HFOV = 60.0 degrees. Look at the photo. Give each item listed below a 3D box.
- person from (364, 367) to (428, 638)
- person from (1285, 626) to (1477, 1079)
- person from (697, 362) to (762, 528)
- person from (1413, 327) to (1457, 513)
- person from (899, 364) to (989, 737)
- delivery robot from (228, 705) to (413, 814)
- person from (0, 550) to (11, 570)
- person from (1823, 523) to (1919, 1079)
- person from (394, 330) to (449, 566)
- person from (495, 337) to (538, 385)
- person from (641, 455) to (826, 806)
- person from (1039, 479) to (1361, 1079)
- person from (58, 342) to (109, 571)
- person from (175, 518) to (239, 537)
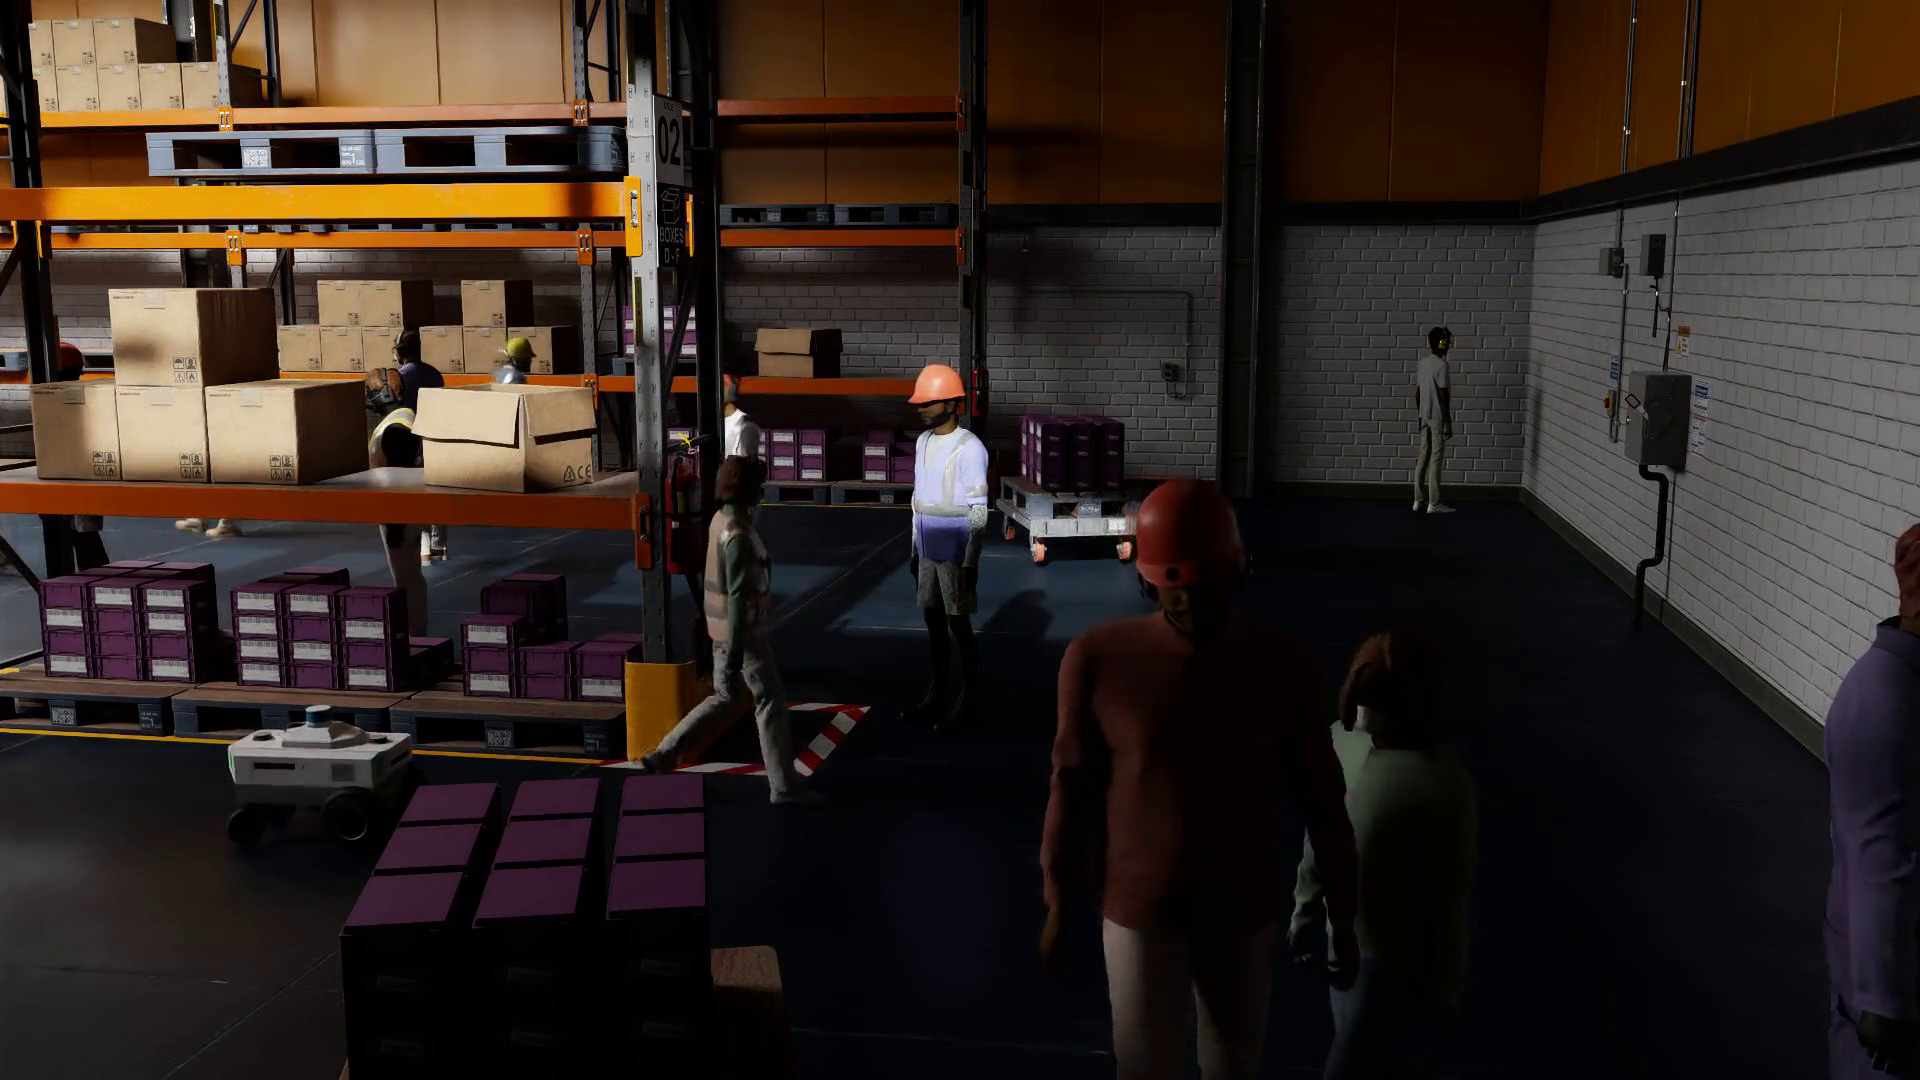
[{"bbox_3d":[-3.462,-0.140,10.203,0.429,1.836,0.620,-4,10,-21],"label":"person"},{"bbox_3d":[1.052,0.973,3.998,0.753,1.603,0.542,-4,10,-22],"label":"person"},{"bbox_3d":[-1.386,-0.122,9.949,0.349,1.879,0.580,-6,11,-34],"label":"person"},{"bbox_3d":[4.768,-1.197,16.661,0.328,1.865,0.508,-3,10,-20],"label":"person"},{"bbox_3d":[-0.098,0.053,8.677,0.364,1.934,0.552,-7,11,-36],"label":"person"},{"bbox_3d":[-2.727,0.949,7.100,0.707,0.478,0.477,1,9,6],"label":"delivery robot"},{"bbox_3d":[-8.036,-0.654,13.046,1.019,1.944,0.632,0,9,0],"label":"person"},{"bbox_3d":[2.068,0.890,3.566,0.407,1.913,0.641,8,12,39],"label":"person"},{"bbox_3d":[-4.468,-0.756,13.696,0.353,1.936,0.635,3,10,16],"label":"person"},{"bbox_3d":[-4.326,-1.032,15.902,0.593,1.796,0.626,-5,11,-30],"label":"person"},{"bbox_3d":[-1.045,0.414,7.467,0.743,1.608,0.525,-3,10,-18],"label":"person"},{"bbox_3d":[0.548,0.829,3.752,0.734,1.964,0.492,-1,9,-4],"label":"person"},{"bbox_3d":[-6.073,-0.387,11.402,0.552,1.937,0.356,9,13,43],"label":"person"},{"bbox_3d":[-6.948,-0.925,15.126,0.783,1.813,0.654,1,9,3],"label":"person"}]
